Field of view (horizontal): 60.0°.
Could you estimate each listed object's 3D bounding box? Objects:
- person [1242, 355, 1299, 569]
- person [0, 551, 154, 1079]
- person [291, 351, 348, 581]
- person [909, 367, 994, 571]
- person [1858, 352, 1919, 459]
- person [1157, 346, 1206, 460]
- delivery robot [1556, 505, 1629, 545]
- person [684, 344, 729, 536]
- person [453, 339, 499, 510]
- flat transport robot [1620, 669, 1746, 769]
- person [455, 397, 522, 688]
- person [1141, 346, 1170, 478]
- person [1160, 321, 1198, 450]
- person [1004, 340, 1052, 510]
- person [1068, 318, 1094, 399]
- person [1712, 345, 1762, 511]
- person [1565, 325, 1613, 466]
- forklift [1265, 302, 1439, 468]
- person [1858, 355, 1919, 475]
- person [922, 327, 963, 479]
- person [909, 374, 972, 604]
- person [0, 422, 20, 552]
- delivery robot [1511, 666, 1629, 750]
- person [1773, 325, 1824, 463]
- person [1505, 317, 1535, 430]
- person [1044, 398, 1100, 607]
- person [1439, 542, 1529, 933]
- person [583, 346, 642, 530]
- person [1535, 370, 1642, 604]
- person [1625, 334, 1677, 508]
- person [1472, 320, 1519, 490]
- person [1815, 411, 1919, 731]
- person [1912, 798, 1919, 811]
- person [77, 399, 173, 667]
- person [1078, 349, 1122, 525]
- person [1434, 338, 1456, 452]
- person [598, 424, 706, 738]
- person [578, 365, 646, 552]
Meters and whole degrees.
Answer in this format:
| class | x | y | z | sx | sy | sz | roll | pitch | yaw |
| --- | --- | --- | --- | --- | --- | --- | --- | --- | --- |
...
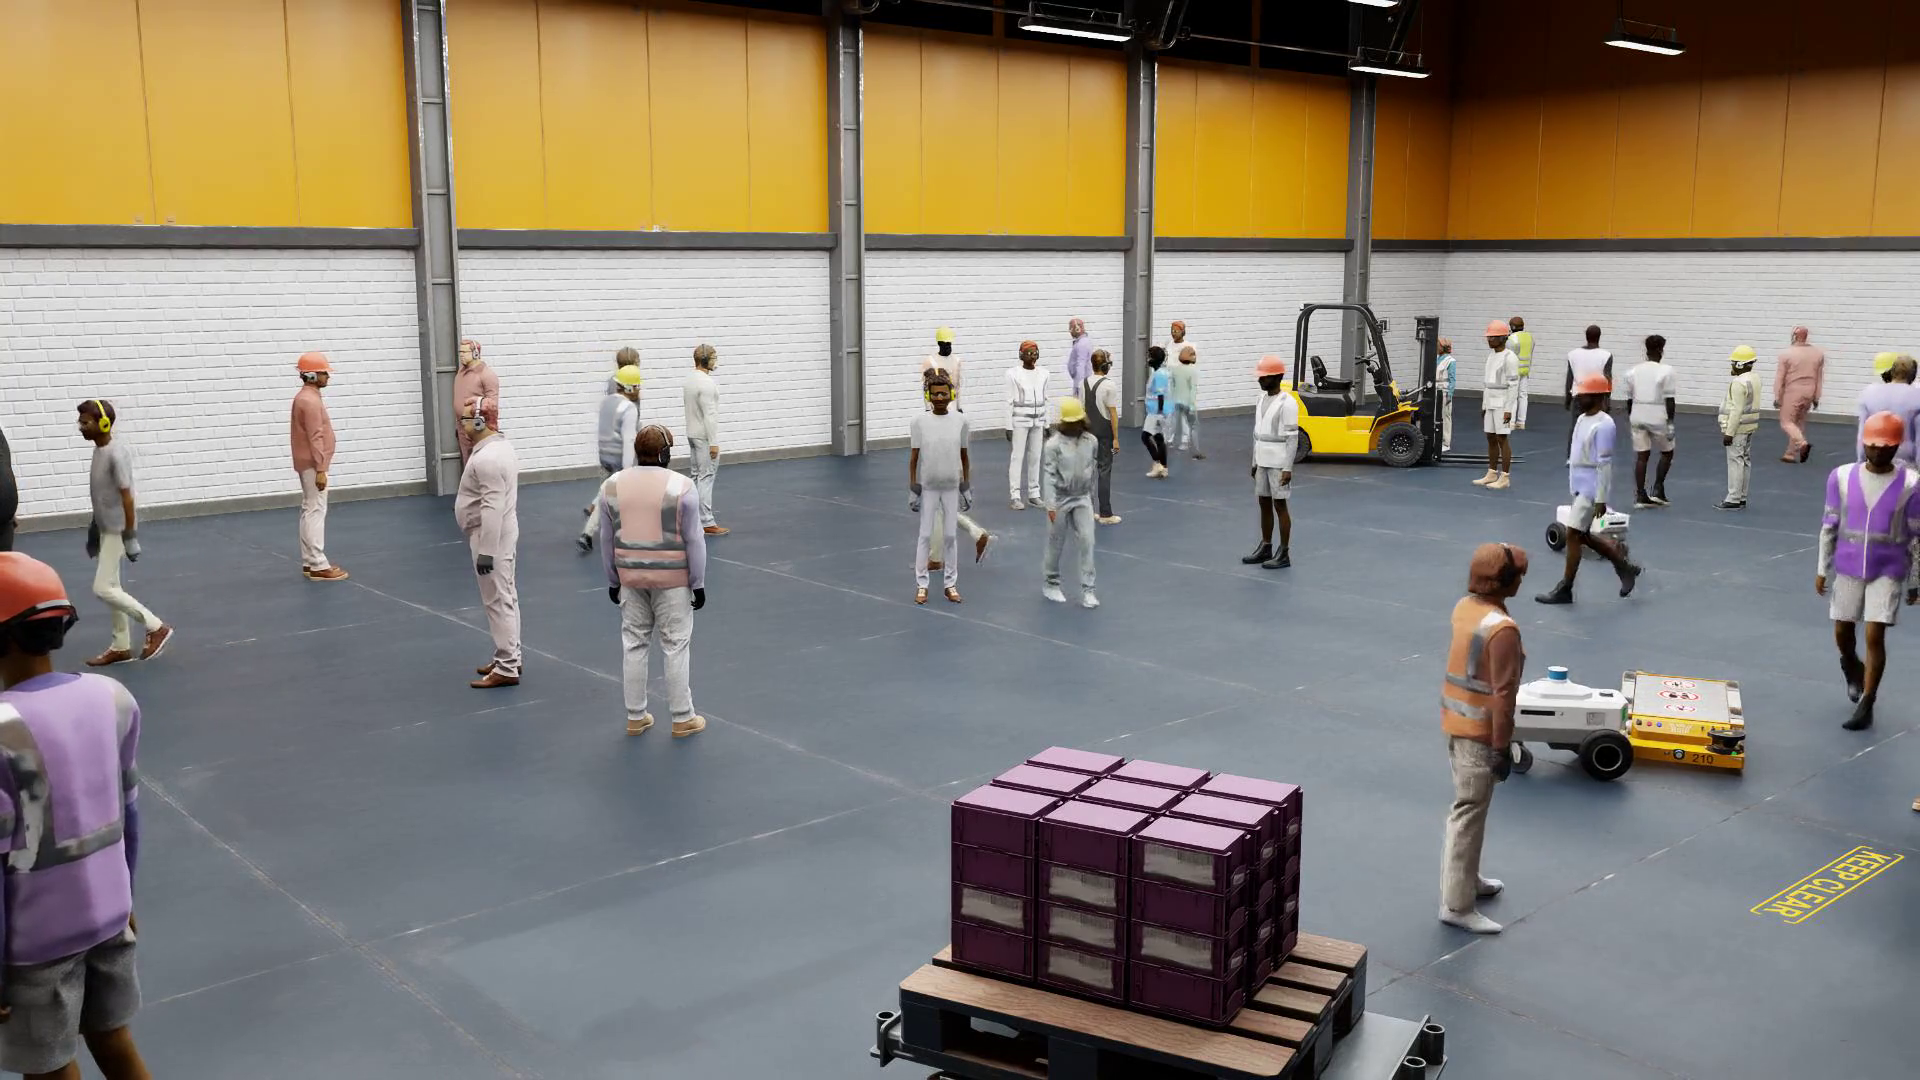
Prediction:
| class | x | y | z | sx | sy | sz | roll | pitch | yaw |
| --- | --- | --- | --- | --- | --- | --- | --- | --- | --- |
| person | 2.798 | -0.704 | 15.019 | 0.377 | 1.932 | 0.551 | -5 | 11 | -25 |
| person | -2.482 | 1.040 | 4.534 | 0.422 | 2.034 | 0.611 | 2 | 10 | 13 |
| person | -5.609 | -0.646 | 14.502 | 0.394 | 1.994 | 0.612 | -5 | 11 | -29 |
| person | -0.089 | -0.619 | 14.786 | 0.662 | 1.847 | 0.498 | 1 | 10 | 4 |
| person | 9.332 | -0.933 | 16.535 | 0.752 | 1.872 | 0.469 | 4 | 10 | 21 |
| person | 3.030 | -1.868 | 22.849 | 0.835 | 1.601 | 0.510 | -8 | 13 | -39 |
| delivery robot | 5.974 | -0.180 | 15.710 | 0.477 | 0.478 | 0.707 | -3 | 10 | -17 |
| person | -2.582 | -1.011 | 16.799 | 0.356 | 1.938 | 0.637 | -5 | 11 | -27 |
| person | -5.348 | -1.247 | 18.274 | 0.636 | 1.910 | 0.406 | 7 | 12 | 37 |
| flat transport robot | 4.223 | 1.025 | 9.759 | 0.652 | 0.197 | 1.431 | 4 | 10 | 23 |
| person | -3.094 | 0.013 | 10.906 | 0.401 | 1.906 | 0.651 | -1 | 10 | -8 |
| person | 2.456 | -1.602 | 20.987 | 0.427 | 1.680 | 0.555 | 1 | 10 | 3 |
| person | 3.172 | -2.248 | 24.203 | 0.584 | 1.882 | 0.337 | 6 | 11 | 32 |
| person | 0.760 | -1.282 | 18.553 | 0.584 | 1.882 | 0.347 | -5 | 11 | -29 |
| person | 1.886 | -2.383 | 25.011 | 0.528 | 1.885 | 0.801 | 2 | 10 | 10 |
| person | 8.622 | -1.238 | 18.440 | 0.404 | 1.833 | 0.590 | 9 | 13 | 41 |
| person | 8.392 | -1.909 | 22.219 | 0.607 | 1.935 | 0.513 | 8 | 12 | 38 |
| forklift | 5.320 | -2.157 | 22.763 | 2.313 | 2.155 | 1.214 | 3 | 10 | 16 |
| person | 8.589 | -0.751 | 15.374 | 0.768 | 1.916 | 0.630 | -8 | 13 | -41 |
| person | -0.204 | -1.709 | 20.917 | 0.586 | 1.928 | 0.369 | -8 | 12 | -38 |
| person | -0.156 | -0.412 | 13.498 | 0.516 | 1.871 | 0.325 | -1 | 10 | -8 |
| person | -6.938 | -0.201 | 11.762 | 0.536 | 2.000 | 0.688 | 4 | 10 | 20 |
| delivery robot | 3.275 | 0.940 | 9.151 | 0.707 | 0.478 | 0.477 | 2 | 10 | 9 |
| person | 11.327 | -1.942 | 22.416 | 0.658 | 1.886 | 0.711 | -1 | 10 | -8 |
| person | 9.001 | -2.695 | 26.969 | 0.621 | 1.837 | 0.429 | -6 | 11 | -31 |
| person | 0.897 | -0.295 | 13.311 | 0.504 | 1.695 | 0.846 | -4 | 10 | -21 |
| person | 2.231 | 0.819 | 7.023 | 0.444 | 1.624 | 0.566 | -1 | 10 | -3 |
| person | -3.392 | -0.991 | 16.737 | 0.706 | 1.922 | 0.657 | -4 | 10 | -21 |
| person | 5.134 | -0.418 | 13.426 | 0.826 | 1.916 | 0.547 | 0 | 10 | 0 |
| person | 7.773 | -1.330 | 18.656 | 0.559 | 1.936 | 0.639 | -8 | 12 | -37 |
| person | 6.477 | -1.628 | 20.107 | 0.394 | 2.042 | 0.611 | -2 | 10 | -11 |
| person | 5.508 | 0.158 | 10.038 | 0.568 | 1.912 | 0.705 | 8 | 13 | 41 |
| person | 5.120 | 0.424 | 8.235 | 0.375 | 1.995 | 0.611 | -8 | 12 | -39 |
| person | -5.818 | -0.048 | 11.427 | 0.422 | 1.849 | 0.534 | -8 | 12 | -38 |
| person | 1.465 | -1.080 | 17.480 | 0.507 | 1.846 | 0.344 | 9 | 13 | 42 |
| person | 6.948 | -2.093 | 24.011 | 0.309 | 1.641 | 0.511 | -4 | 10 | -21 |
| person | -1.779 | 0.240 | 9.763 | 0.634 | 1.841 | 0.429 | 2 | 10 | 13 |
| person | -3.266 | -0.744 | 15.660 | 0.667 | 1.802 | 0.610 | -8 | 13 | -41 |
